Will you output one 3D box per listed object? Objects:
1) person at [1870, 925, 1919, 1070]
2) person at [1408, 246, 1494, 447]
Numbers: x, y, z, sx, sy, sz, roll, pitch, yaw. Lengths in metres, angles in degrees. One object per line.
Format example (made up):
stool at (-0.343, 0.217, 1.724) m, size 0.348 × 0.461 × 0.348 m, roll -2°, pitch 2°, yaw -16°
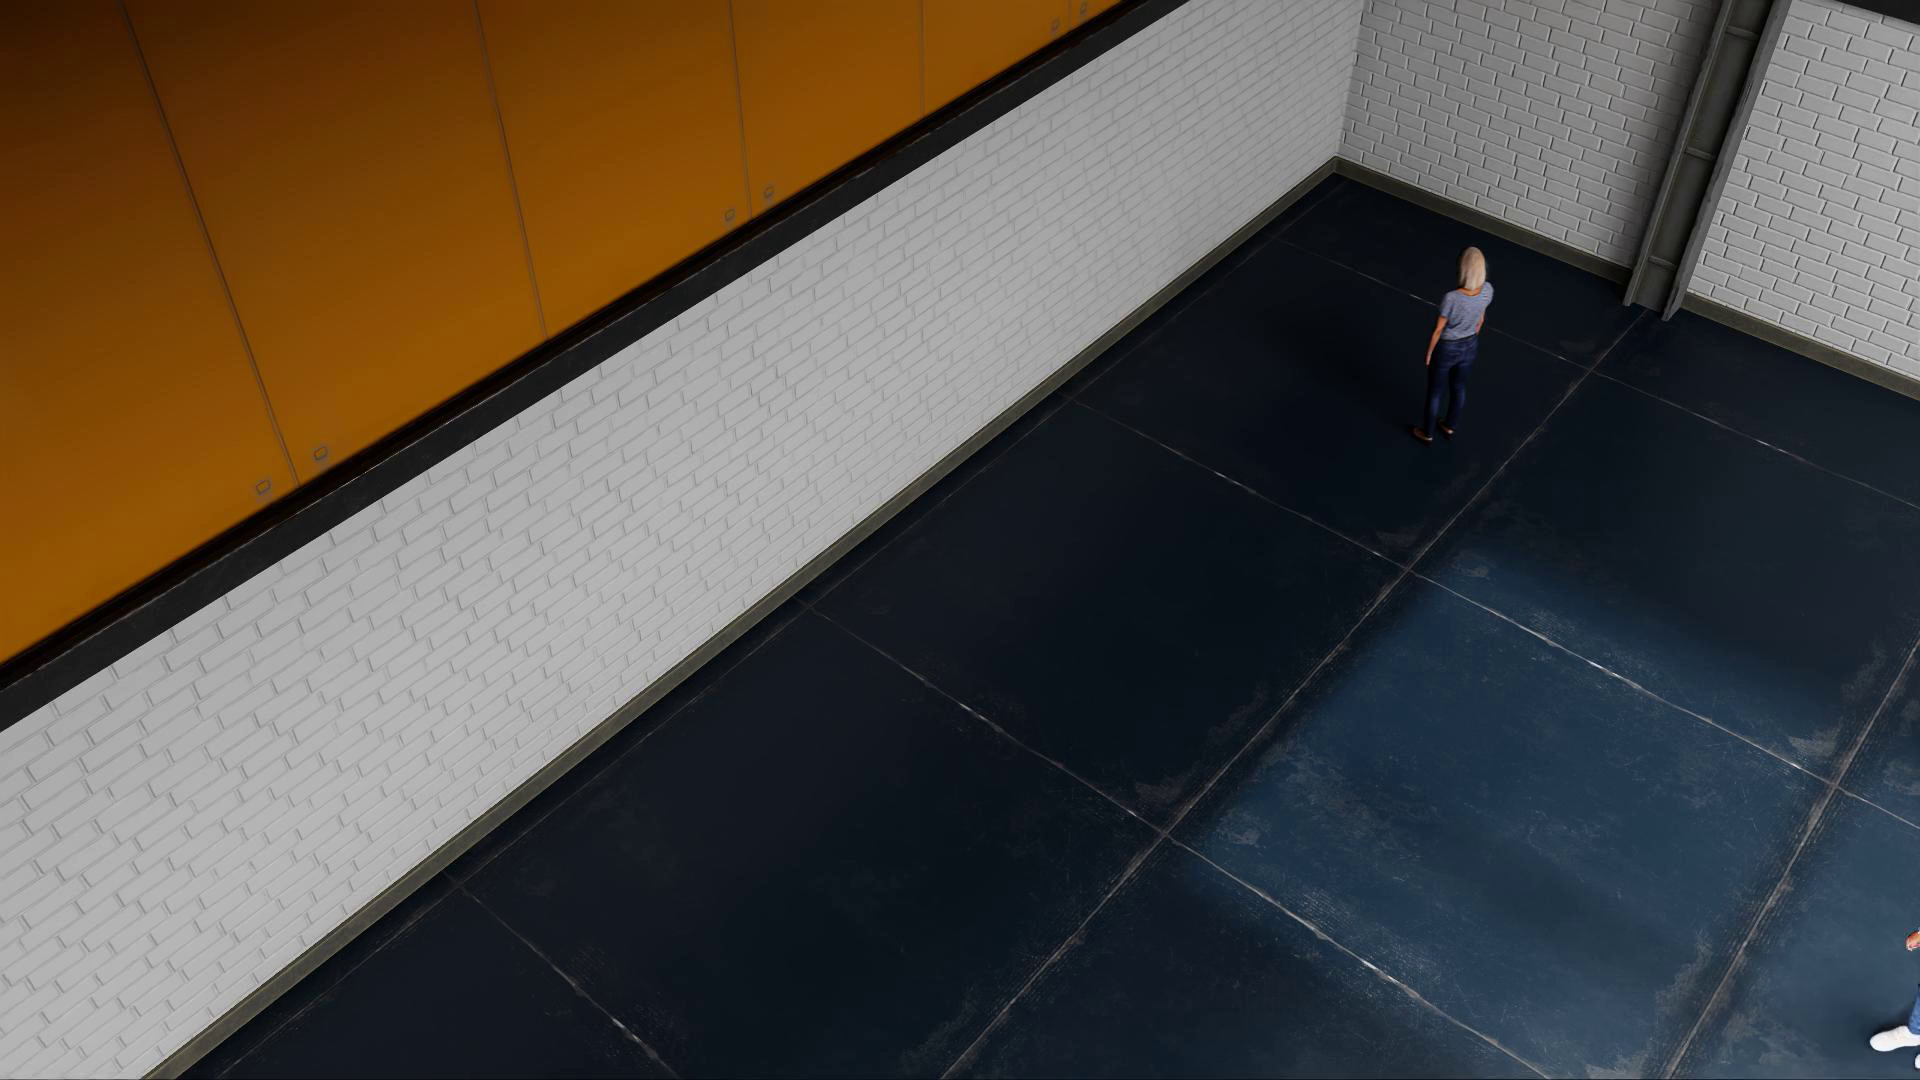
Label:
person at (5.230, 2.142, 8.470) m, size 0.875 × 1.790 × 0.800 m, roll -7°, pitch 44°, yaw -8°
person at (3.653, -1.411, 12.251) m, size 0.663 × 1.719 × 0.691 m, roll -12°, pitch 45°, yaw -12°
